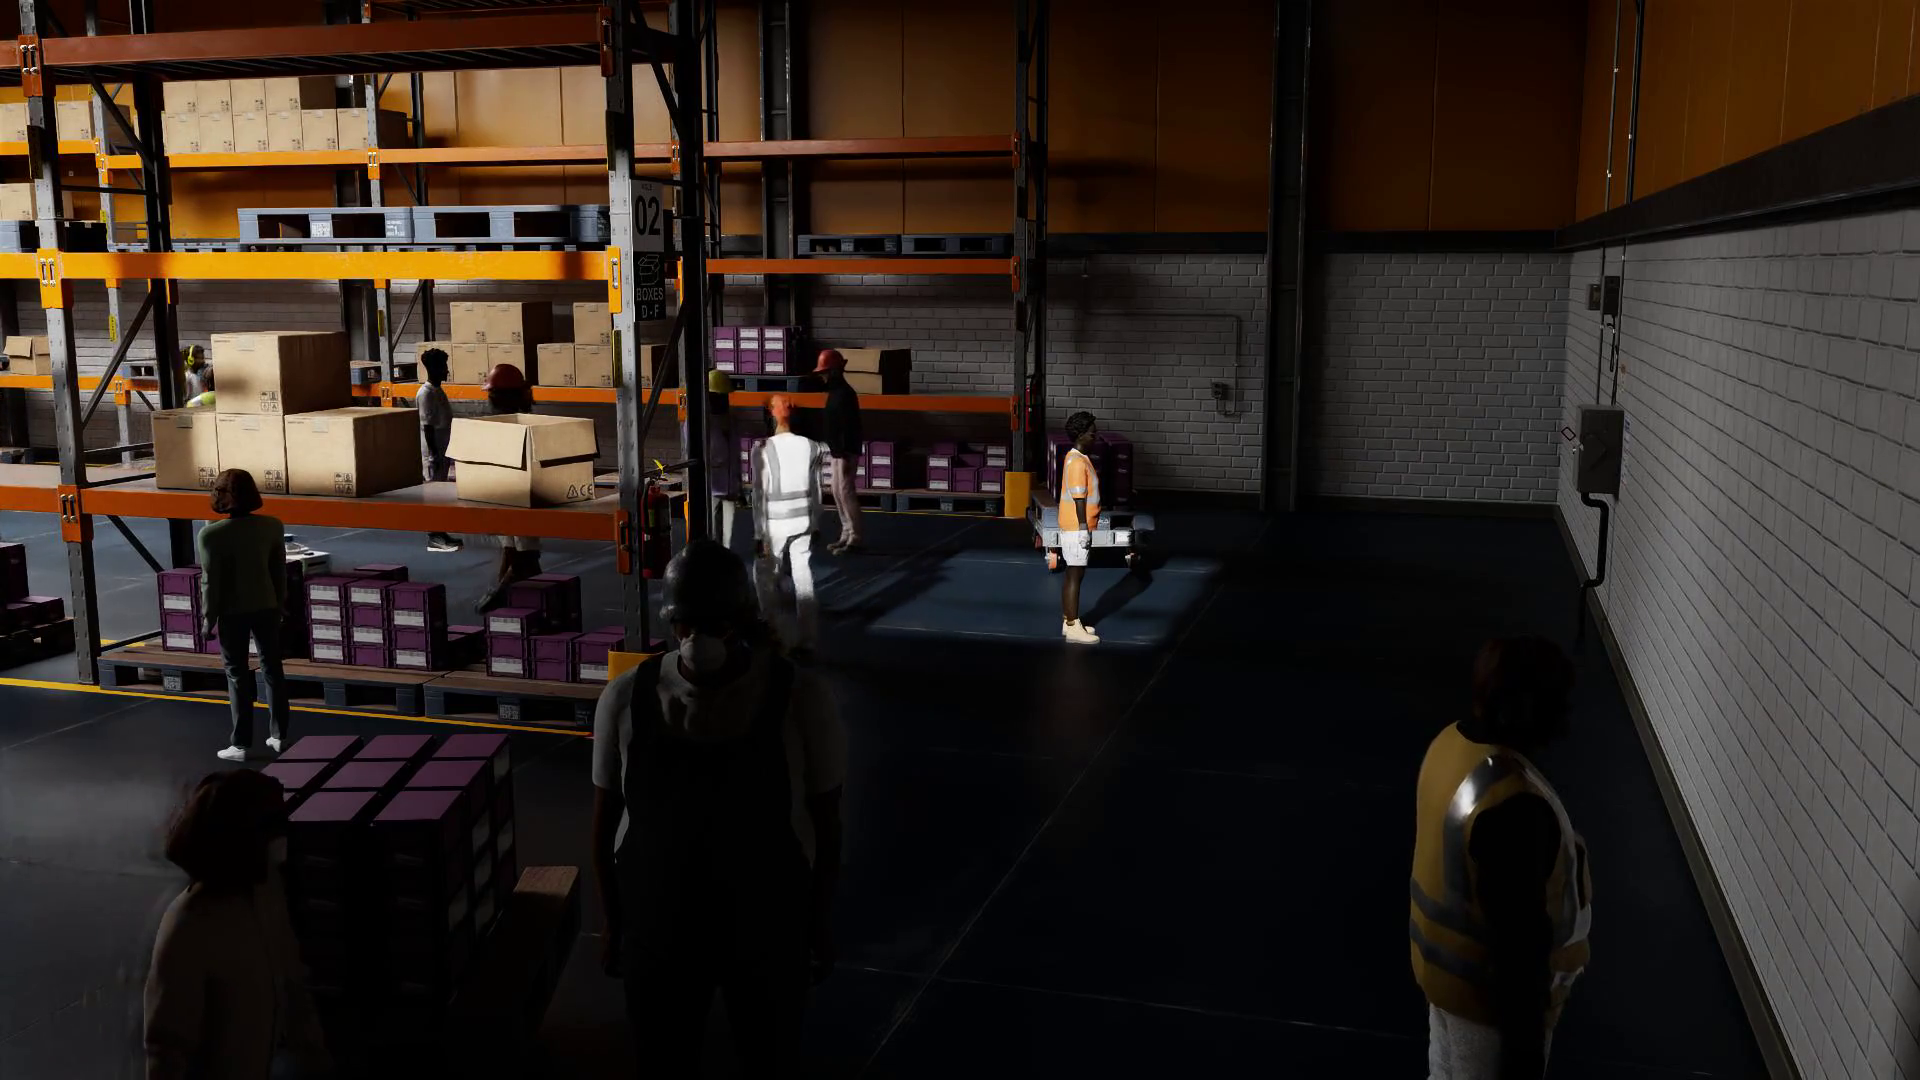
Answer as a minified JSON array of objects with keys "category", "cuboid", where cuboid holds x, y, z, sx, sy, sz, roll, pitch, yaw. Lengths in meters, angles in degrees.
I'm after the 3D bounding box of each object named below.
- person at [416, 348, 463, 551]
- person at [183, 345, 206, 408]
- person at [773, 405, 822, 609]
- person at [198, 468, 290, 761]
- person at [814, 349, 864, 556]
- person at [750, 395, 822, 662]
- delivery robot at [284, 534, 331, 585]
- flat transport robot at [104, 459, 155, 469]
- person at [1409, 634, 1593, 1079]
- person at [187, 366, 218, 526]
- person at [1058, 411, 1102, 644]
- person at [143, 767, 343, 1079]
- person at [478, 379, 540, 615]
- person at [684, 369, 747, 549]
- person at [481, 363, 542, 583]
[{"category":"person","cuboid":[-5.065,-0.876,16.130,0.364,1.965,0.609,-1,9,-8]},{"category":"person","cuboid":[-8.769,-1.300,19.063,0.437,1.853,0.551,-2,9,-11]},{"category":"person","cuboid":[-1.364,-0.266,13.395,0.514,1.644,0.307,-3,10,-17]},{"category":"person","cuboid":[-3.985,0.413,9.275,0.280,1.636,0.500,7,12,36]},{"category":"person","cuboid":[-1.156,-0.828,15.831,0.460,1.970,0.632,-3,10,-19]},{"category":"person","cuboid":[-1.259,-0.093,11.672,0.617,1.856,0.730,-7,12,-38]},{"category":"delivery robot","cuboid":[-5.496,0.195,13.608,0.707,0.478,0.477,5,11,29]},{"category":"flat transport robot","cuboid":[-10.497,-0.861,21.189,0.652,0.197,1.431,1,9,4]},{"category":"person","cuboid":[1.363,1.141,4.222,0.429,1.839,0.634,0,9,1]},{"category":"person","cuboid":[-6.889,-0.714,15.562,0.626,1.835,0.430,-6,11,-32]},{"category":"person","cuboid":[0.877,-0.095,12.192,0.318,1.697,0.535,0,9,0]},{"category":"person","cuboid":[-1.646,1.310,3.859,0.539,1.611,0.514,-1,9,-5]},{"category":"person","cuboid":[-3.356,-0.263,12.565,0.438,1.913,0.534,-3,10,-19]},{"category":"person","cuboid":[-1.950,-0.414,13.432,0.381,1.924,0.593,7,12,37]},{"category":"person","cuboid":[-3.278,-0.272,12.213,0.394,2.044,0.609,-6,11,-34]}]
